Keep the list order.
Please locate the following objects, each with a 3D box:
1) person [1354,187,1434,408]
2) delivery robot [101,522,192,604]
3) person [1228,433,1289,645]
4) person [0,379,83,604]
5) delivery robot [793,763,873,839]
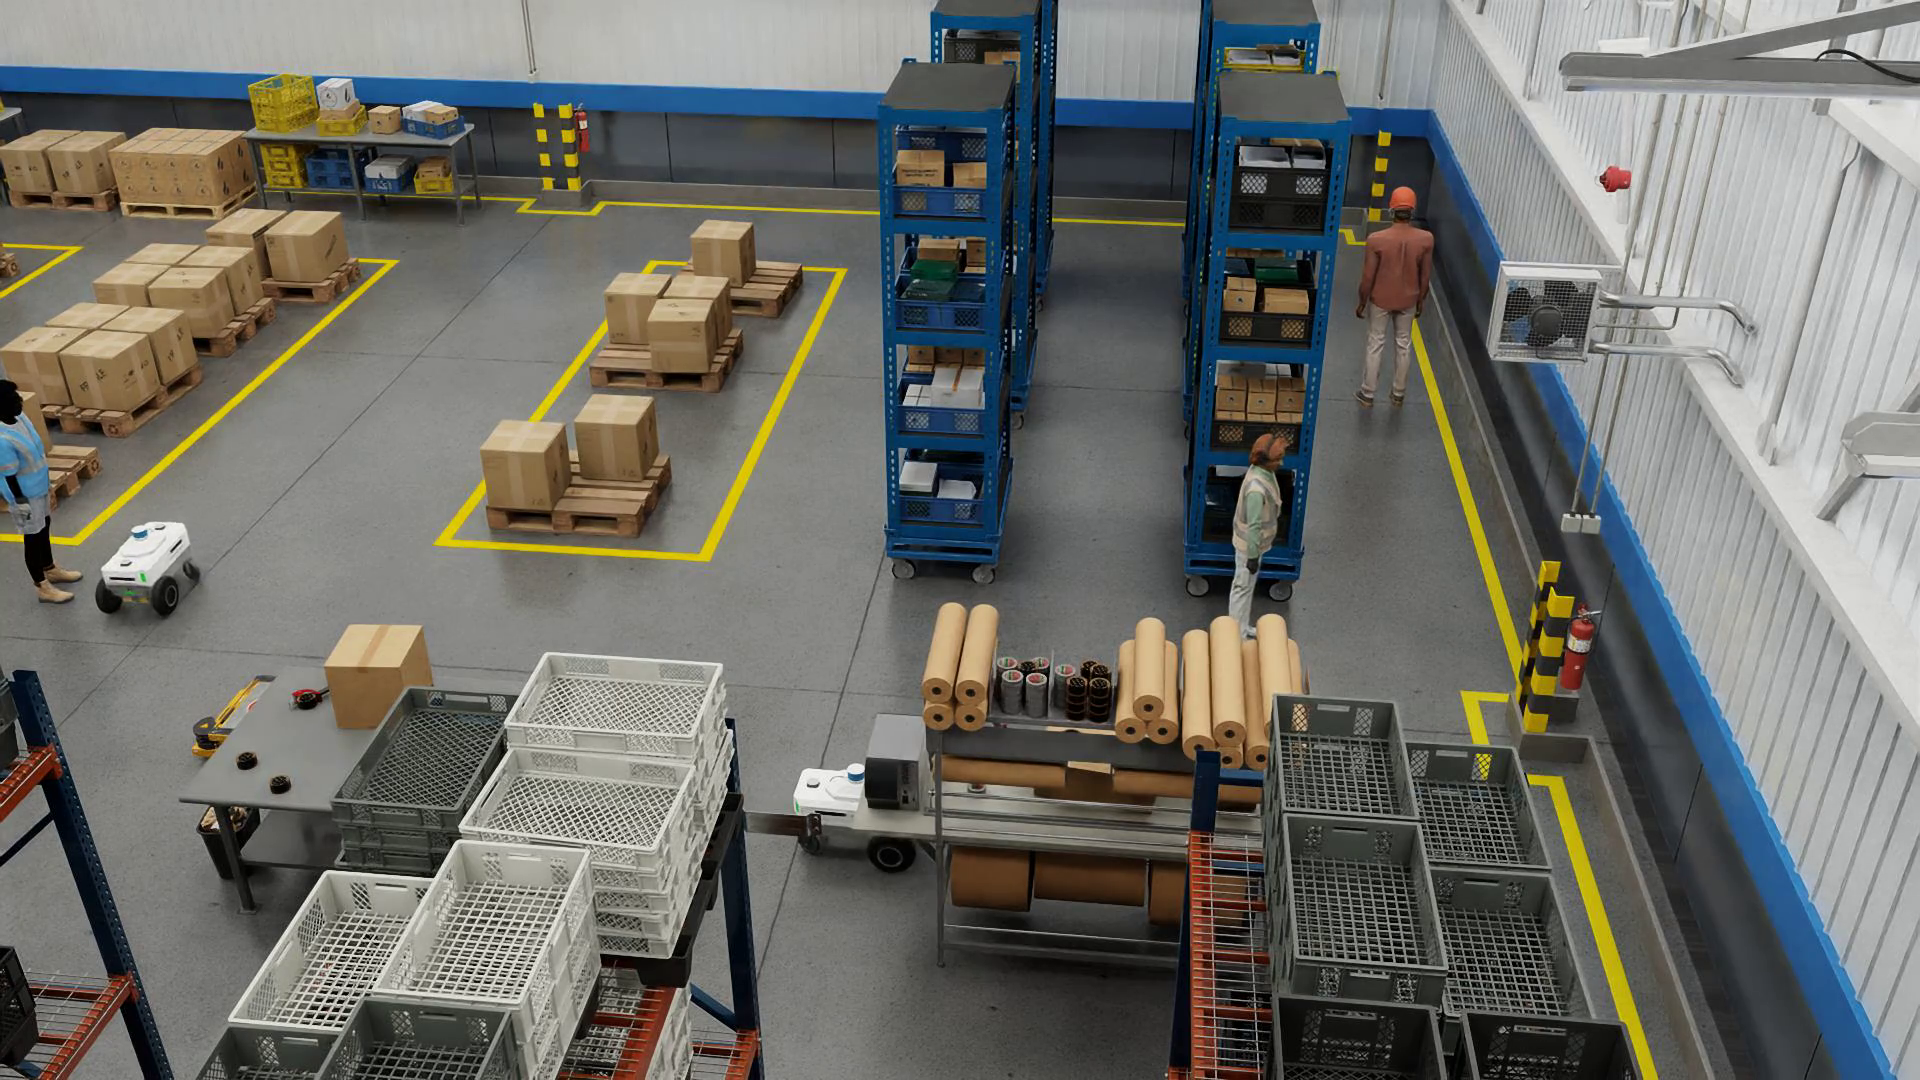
[{"bbox_3d":[3.788,-2.115,14.589,0.608,1.984,0.397,-1,30,-1],"label":"person"},{"bbox_3d":[-5.898,0.125,12.061,0.477,0.478,0.707,2,30,3],"label":"delivery robot"},{"bbox_3d":[1.992,0.022,11.257,0.317,1.639,0.514,7,31,11],"label":"person"},{"bbox_3d":[-6.633,-0.360,11.855,0.317,1.695,0.540,-6,31,-10],"label":"person"},{"bbox_3d":[-0.599,1.520,9.666,0.707,0.478,0.477,4,31,7],"label":"delivery robot"}]
